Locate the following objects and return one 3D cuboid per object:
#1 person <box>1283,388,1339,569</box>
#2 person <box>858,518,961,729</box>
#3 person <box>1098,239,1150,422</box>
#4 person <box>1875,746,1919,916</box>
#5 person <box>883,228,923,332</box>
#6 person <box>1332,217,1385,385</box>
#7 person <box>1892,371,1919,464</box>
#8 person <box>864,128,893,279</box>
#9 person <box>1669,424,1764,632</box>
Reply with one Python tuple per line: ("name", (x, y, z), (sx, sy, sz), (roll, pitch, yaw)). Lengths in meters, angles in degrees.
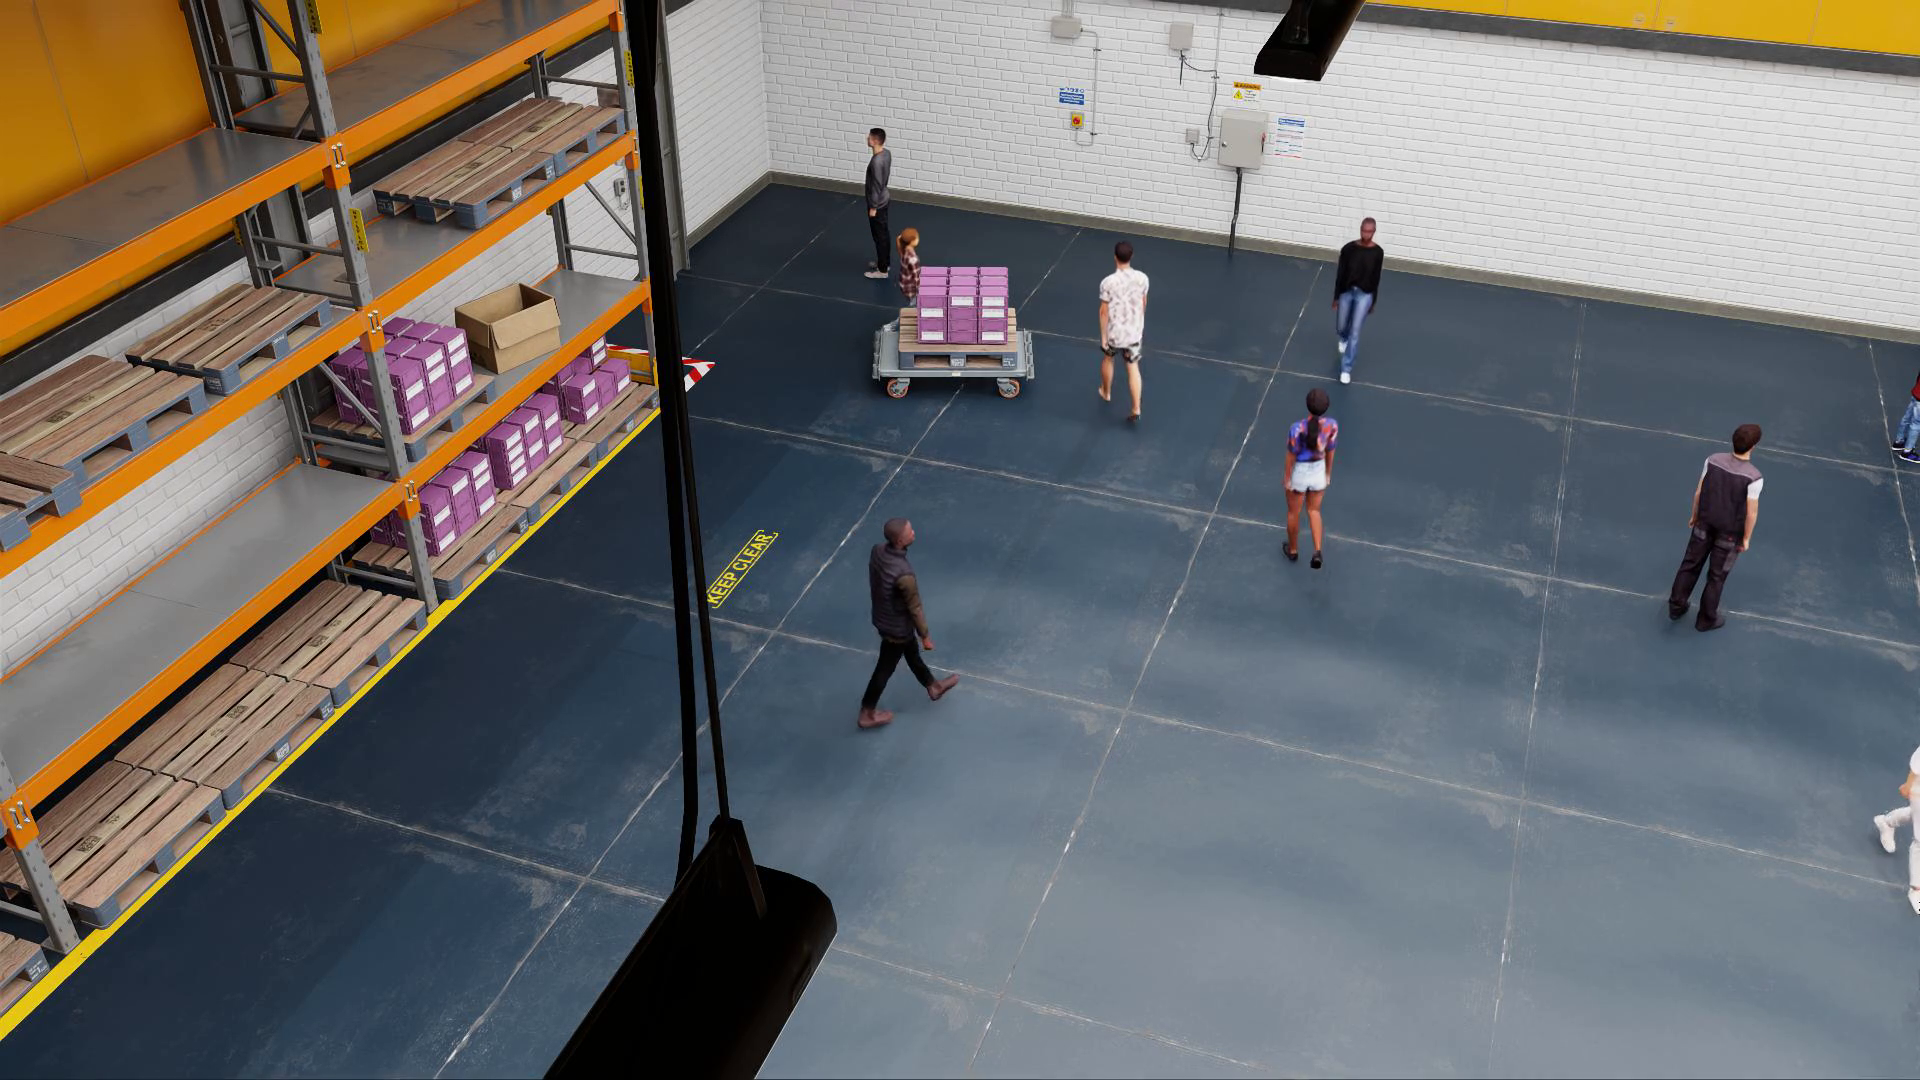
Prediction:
("person", (2.941, -0.467, 14.003), (0.828, 1.730, 0.977), (-5, 34, -7))
("person", (-0.560, 0.652, 12.263), (1.219, 1.793, 1.173), (-14, 36, -20))
("person", (1.626, -2.028, 16.288), (1.006, 1.802, 1.200), (-5, 34, -8))
("person", (6.437, 1.597, 10.965), (0.843, 1.657, 1.170), (1, 34, 1))
("person", (-0.571, -2.698, 17.754), (0.830, 1.293, 0.815), (-10, 35, -15))
("person", (4.059, -2.523, 17.093), (0.657, 1.733, 1.005), (7, 34, 11))
("person", (9.149, -1.364, 15.783), (0.608, 1.254, 0.481), (4, 34, 6))
("person", (-0.931, -3.884, 19.116), (0.707, 1.761, 0.529), (6, 34, 9))
("person", (6.099, -0.112, 13.363), (0.761, 1.848, 0.757), (-24, 41, -32))
